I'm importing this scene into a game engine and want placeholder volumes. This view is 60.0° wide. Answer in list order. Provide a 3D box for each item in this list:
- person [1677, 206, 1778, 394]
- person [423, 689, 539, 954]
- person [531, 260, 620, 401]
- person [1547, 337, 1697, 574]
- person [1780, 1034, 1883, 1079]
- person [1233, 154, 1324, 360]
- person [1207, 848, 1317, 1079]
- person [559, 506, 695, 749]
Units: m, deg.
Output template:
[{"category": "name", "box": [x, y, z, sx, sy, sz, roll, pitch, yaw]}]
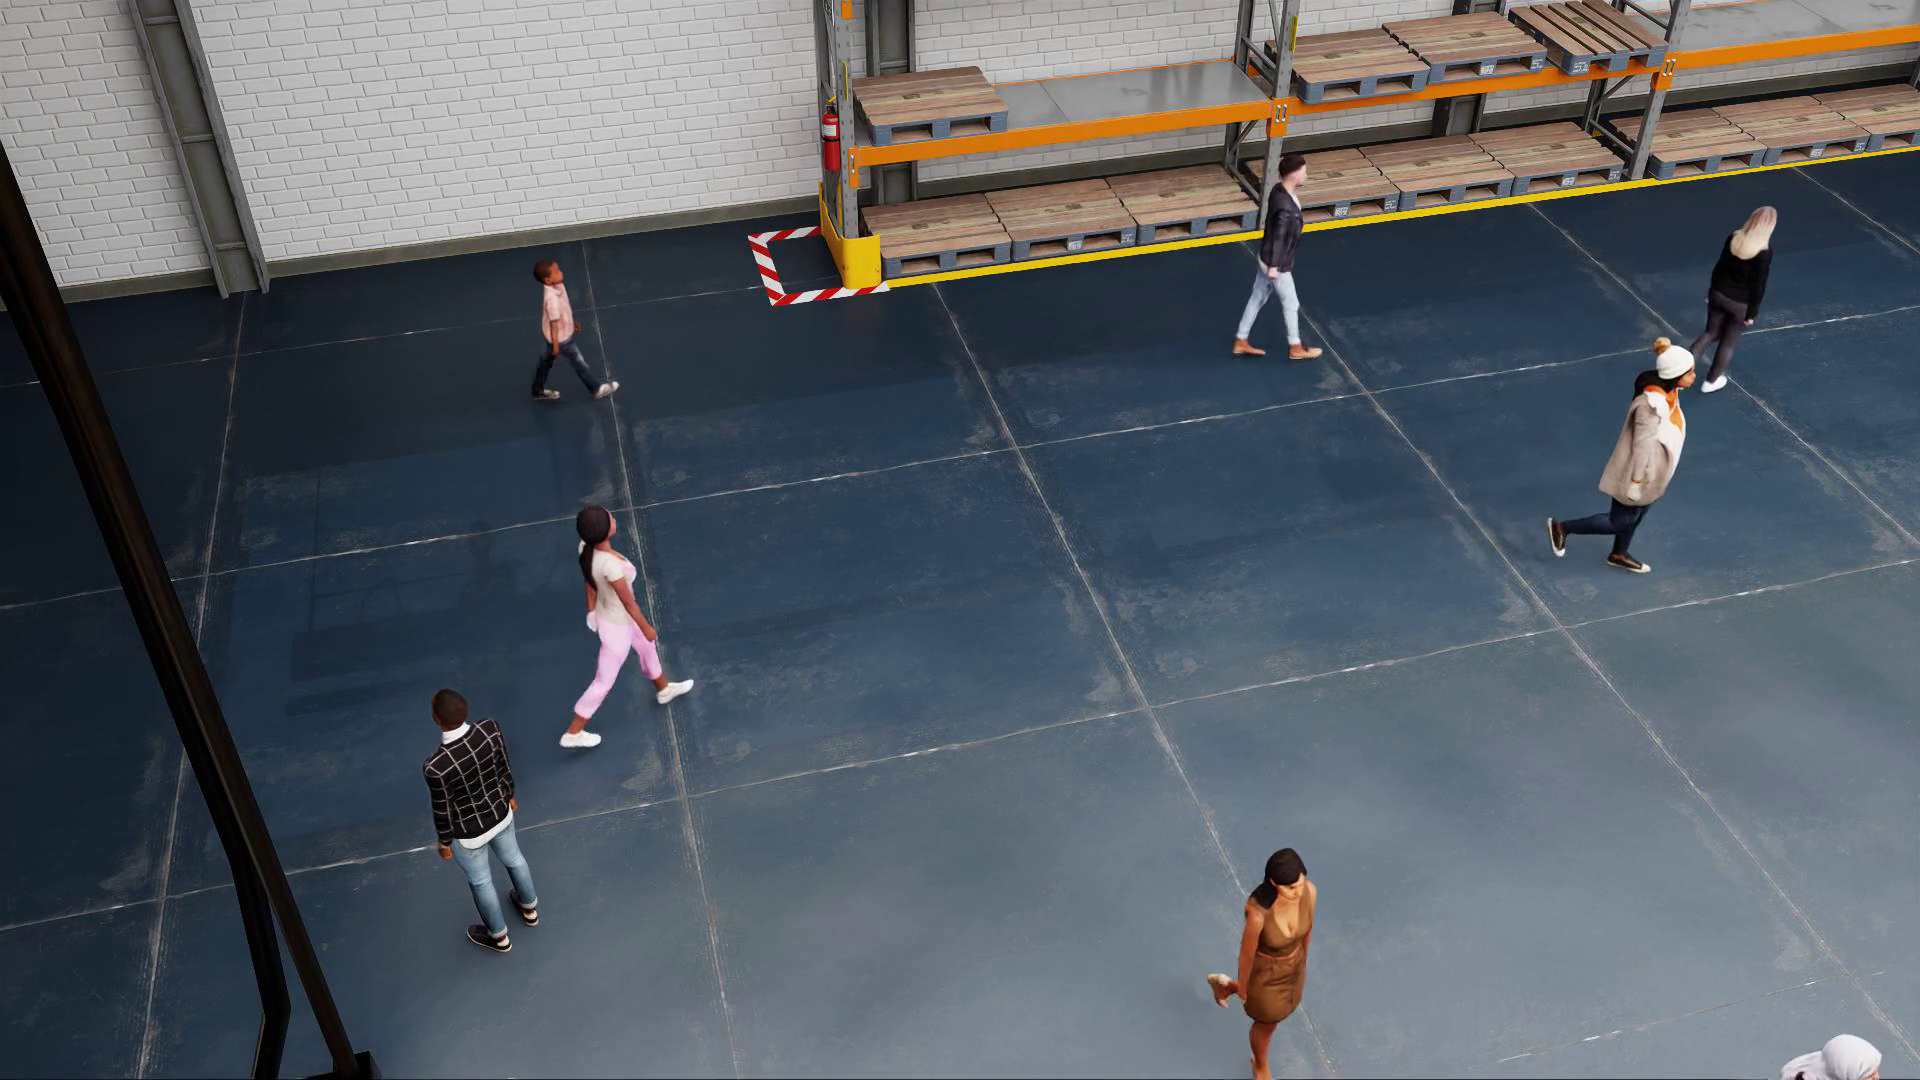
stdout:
[{"category": "person", "box": [6.007, -1.838, 13.074, 0.941, 1.673, 0.753, -20, 43, -23]}, {"category": "person", "box": [-2.538, 1.477, 8.804, 0.802, 1.821, 0.713, 25, 45, 28]}, {"category": "person", "box": [-3.241, -1.616, 13.119, 0.919, 1.271, 0.521, -11, 40, -14]}, {"category": "person", "box": [4.518, -0.548, 11.301, 1.090, 1.871, 1.032, 20, 43, 23]}, {"category": "person", "box": [3.516, 2.707, 7.311, 0.830, 1.763, 0.763, 25, 45, 28]}, {"category": "person", "box": [2.474, -2.255, 13.483, 1.041, 1.815, 0.826, 0, 39, 0]}, {"category": "person", "box": [1.490, 2.062, 8.197, 0.879, 1.665, 0.793, -21, 43, -25]}, {"category": "person", "box": [-2.156, 0.564, 10.047, 1.238, 1.698, 0.813, -21, 43, -25]}]
